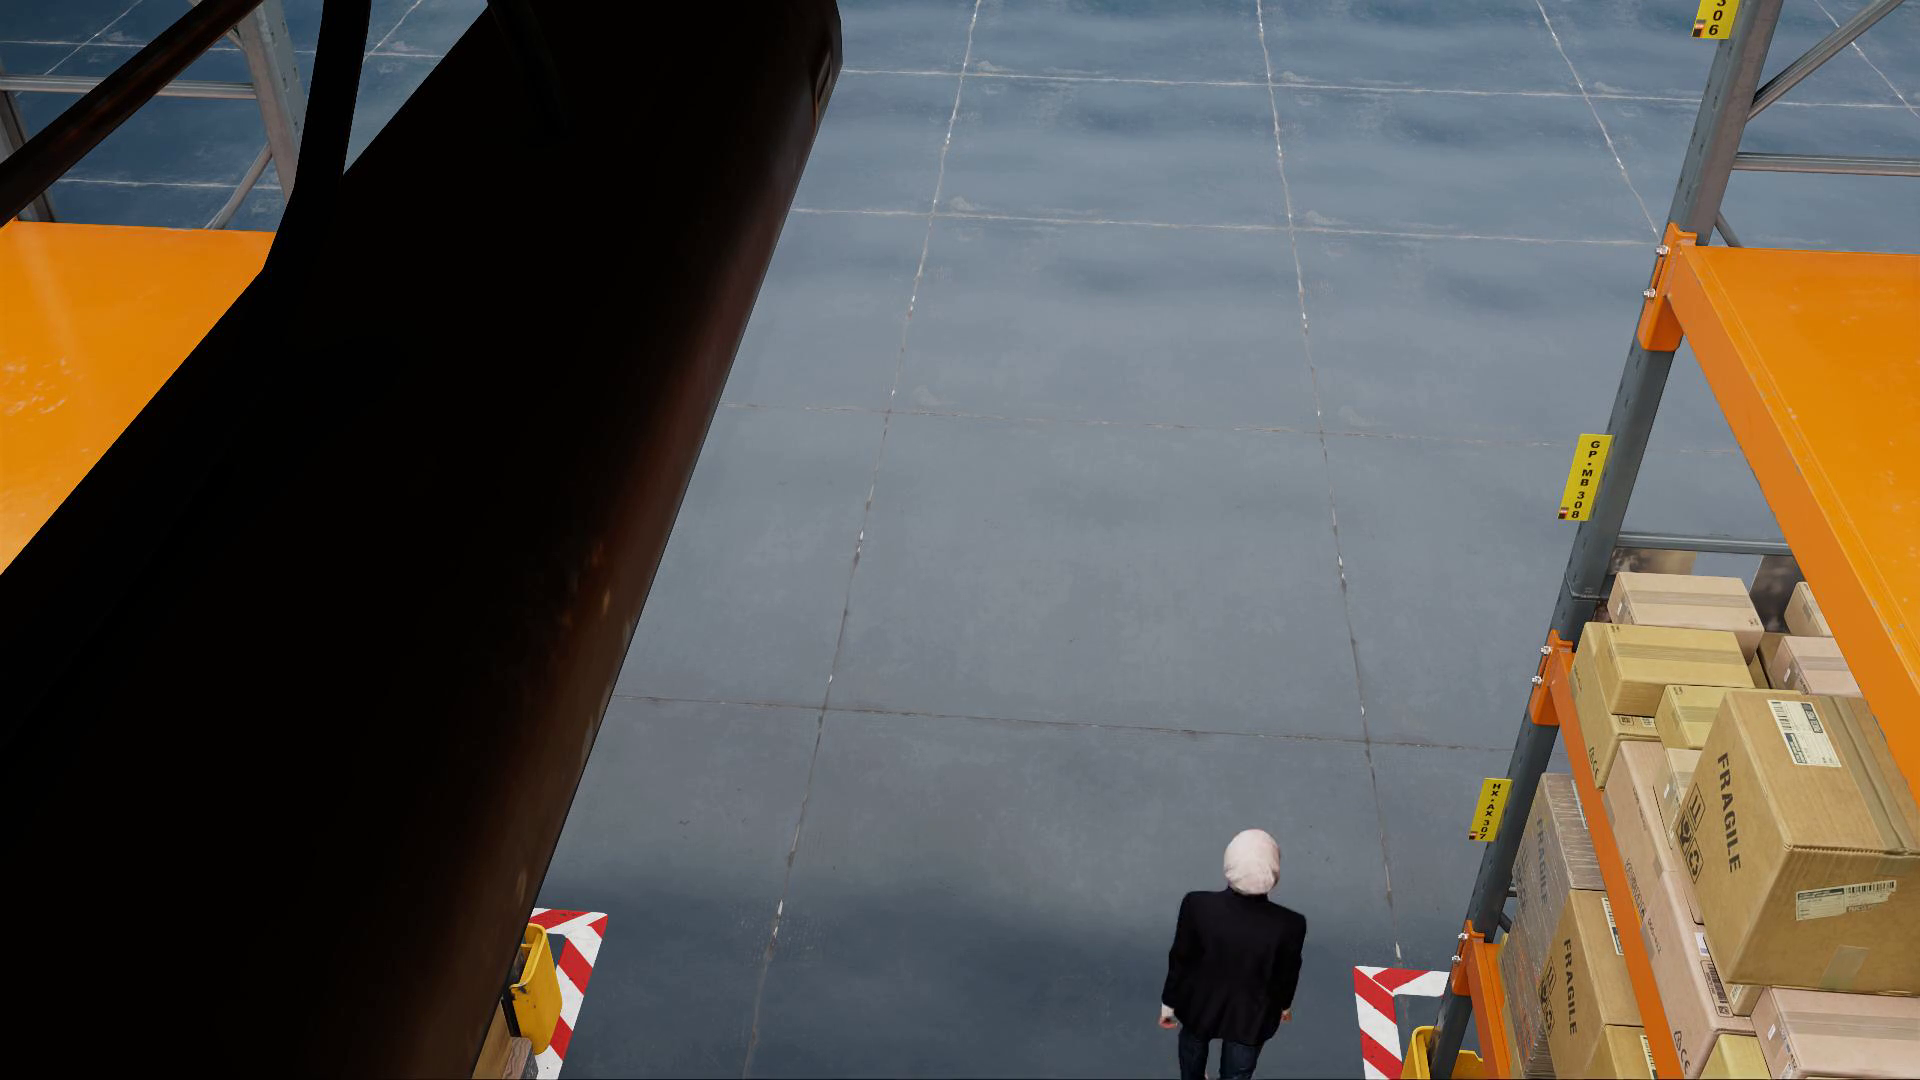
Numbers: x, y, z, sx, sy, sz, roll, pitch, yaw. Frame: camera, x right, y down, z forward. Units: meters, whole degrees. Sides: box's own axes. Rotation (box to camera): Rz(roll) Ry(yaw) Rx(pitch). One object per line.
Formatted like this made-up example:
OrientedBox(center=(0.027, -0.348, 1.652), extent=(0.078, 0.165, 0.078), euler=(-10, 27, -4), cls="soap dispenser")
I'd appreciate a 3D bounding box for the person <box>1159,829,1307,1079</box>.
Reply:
OrientedBox(center=(0.910, 1.757, 6.064), extent=(0.909, 1.760, 1.111), euler=(13, 40, 16), cls="person")
